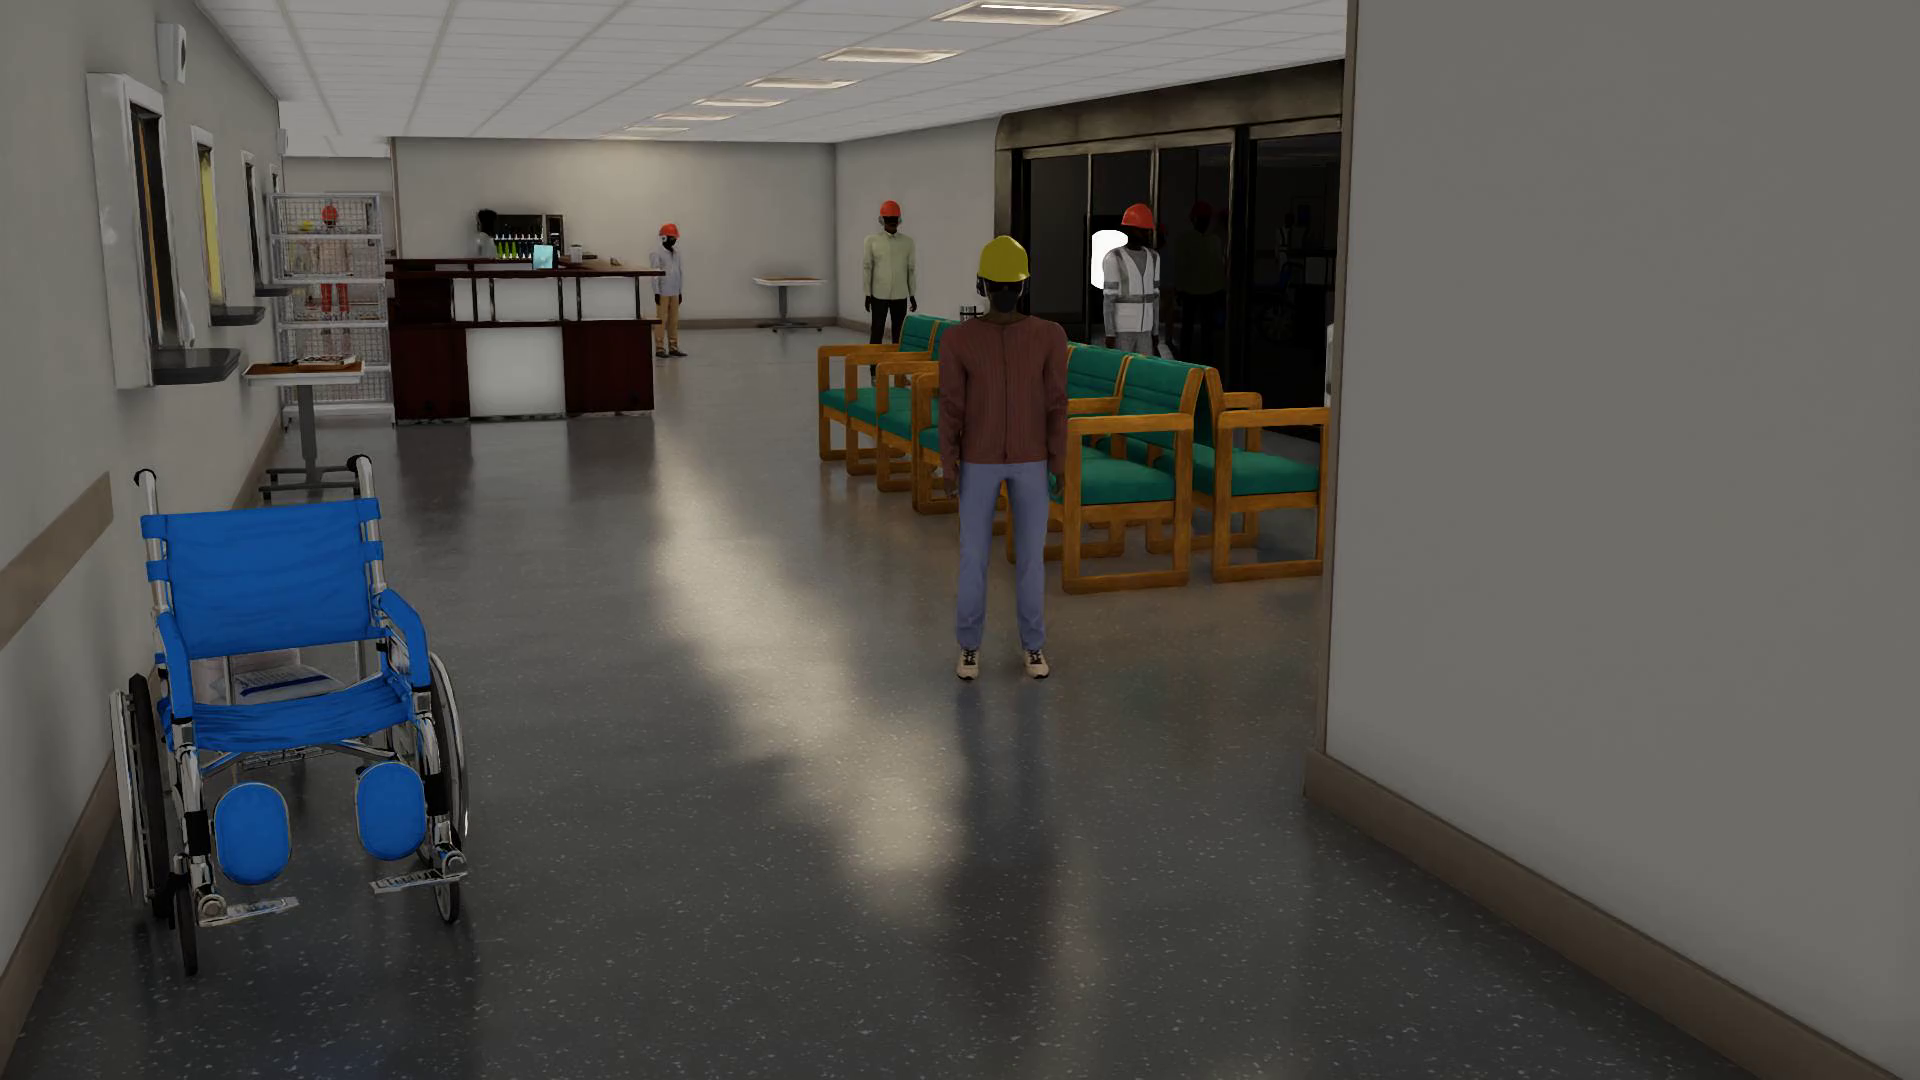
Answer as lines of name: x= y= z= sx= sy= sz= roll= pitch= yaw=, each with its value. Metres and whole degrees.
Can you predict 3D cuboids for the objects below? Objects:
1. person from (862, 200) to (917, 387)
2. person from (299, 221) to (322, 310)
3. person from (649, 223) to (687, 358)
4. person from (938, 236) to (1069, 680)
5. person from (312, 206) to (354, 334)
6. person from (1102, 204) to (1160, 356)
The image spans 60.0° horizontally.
person: x=-0.757 y=-2.662 z=18.014 sx=0.611 sy=1.996 sz=0.378 roll=-4 pitch=12 yaw=-20
person: x=-12.821 y=-5.334 z=32.394 sx=0.628 sy=1.740 sz=0.554 roll=-7 pitch=13 yaw=-31
person: x=-3.787 y=-3.245 z=21.659 sx=0.351 sy=1.743 sz=0.564 roll=6 pitch=13 yaw=30
person: x=0.173 y=-0.309 z=6.562 sx=0.518 sy=1.756 sz=0.344 roll=-1 pitch=11 yaw=-8
person: x=-9.731 y=-4.178 z=25.825 sx=0.611 sy=1.985 sz=0.393 roll=-3 pitch=11 yaw=-14
person: x=1.386 y=-1.700 z=13.266 sx=0.546 sy=1.929 sz=0.387 roll=-7 pitch=13 yaw=-32
